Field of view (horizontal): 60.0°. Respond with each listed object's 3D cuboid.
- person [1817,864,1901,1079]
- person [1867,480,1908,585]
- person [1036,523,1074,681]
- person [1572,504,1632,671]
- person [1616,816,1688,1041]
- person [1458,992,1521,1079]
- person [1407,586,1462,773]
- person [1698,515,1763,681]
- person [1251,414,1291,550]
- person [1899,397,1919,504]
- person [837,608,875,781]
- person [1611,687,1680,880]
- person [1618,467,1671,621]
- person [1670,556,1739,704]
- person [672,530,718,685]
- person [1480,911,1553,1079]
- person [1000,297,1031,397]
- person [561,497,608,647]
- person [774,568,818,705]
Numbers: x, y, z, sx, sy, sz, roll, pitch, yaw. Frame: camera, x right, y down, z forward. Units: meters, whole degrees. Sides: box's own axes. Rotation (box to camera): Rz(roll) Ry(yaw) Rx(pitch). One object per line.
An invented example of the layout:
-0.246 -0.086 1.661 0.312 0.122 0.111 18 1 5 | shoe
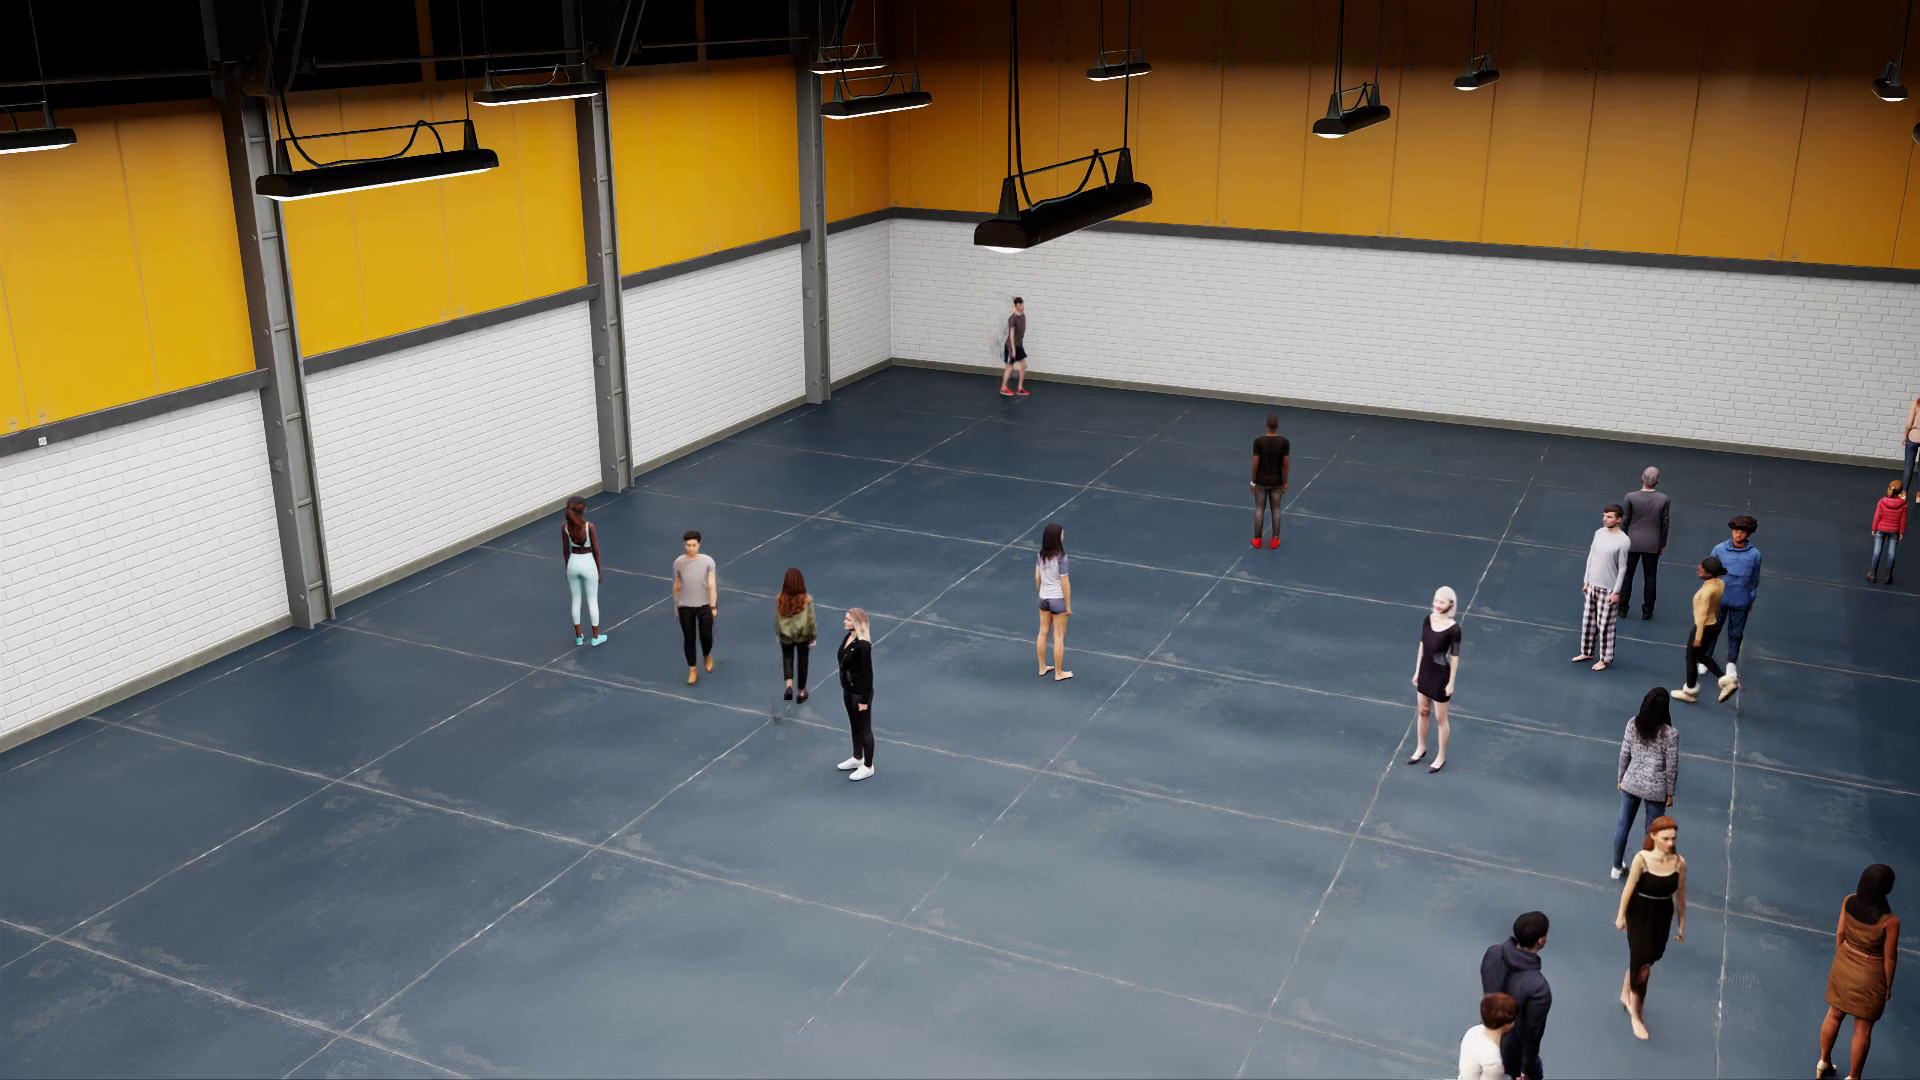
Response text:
6.018 2.923 11.126 0.675 1.690 0.638 -10 21 -27 | person
11.560 -0.110 20.717 0.508 1.317 0.469 9 20 24 | person
1.000 0.646 17.819 0.645 1.734 0.615 17 25 41 | person
7.016 0.490 18.106 0.725 1.847 0.703 -10 21 -28 | person
4.911 2.689 11.948 0.781 1.608 0.891 -2 19 -5 | person
2.953 3.410 9.798 0.962 1.615 1.063 -1 19 -4 | person
4.504 1.300 15.726 0.635 1.830 0.640 -14 23 -35 | person
8.279 0.593 17.857 0.674 1.810 0.553 9 21 25 | person
4.078 -0.776 21.929 0.702 1.807 0.654 2 19 5 | person
13.788 -1.424 23.878 0.602 1.791 0.522 7 20 21 | person
-0.942 1.423 15.589 0.730 1.685 0.689 -9 21 -25 | person
5.657 2.022 13.738 0.675 1.731 0.636 17 25 40 | person
7.995 0.027 19.489 0.741 1.842 0.646 6 19 16 | person
7.713 0.961 17.048 0.917 1.629 0.863 -16 24 -39 | person
-2.810 0.680 17.770 0.760 1.702 0.825 0 19 1 | person
3.289 3.144 10.217 1.276 1.851 1.104 -11 22 -30 | person
0.933 -3.478 29.932 0.846 1.818 0.871 11 22 30 | person
-4.256 0.346 18.722 0.633 1.726 0.638 2 19 5 | person
-1.717 1.020 17.128 0.698 1.466 0.729 3 19 8 | person
